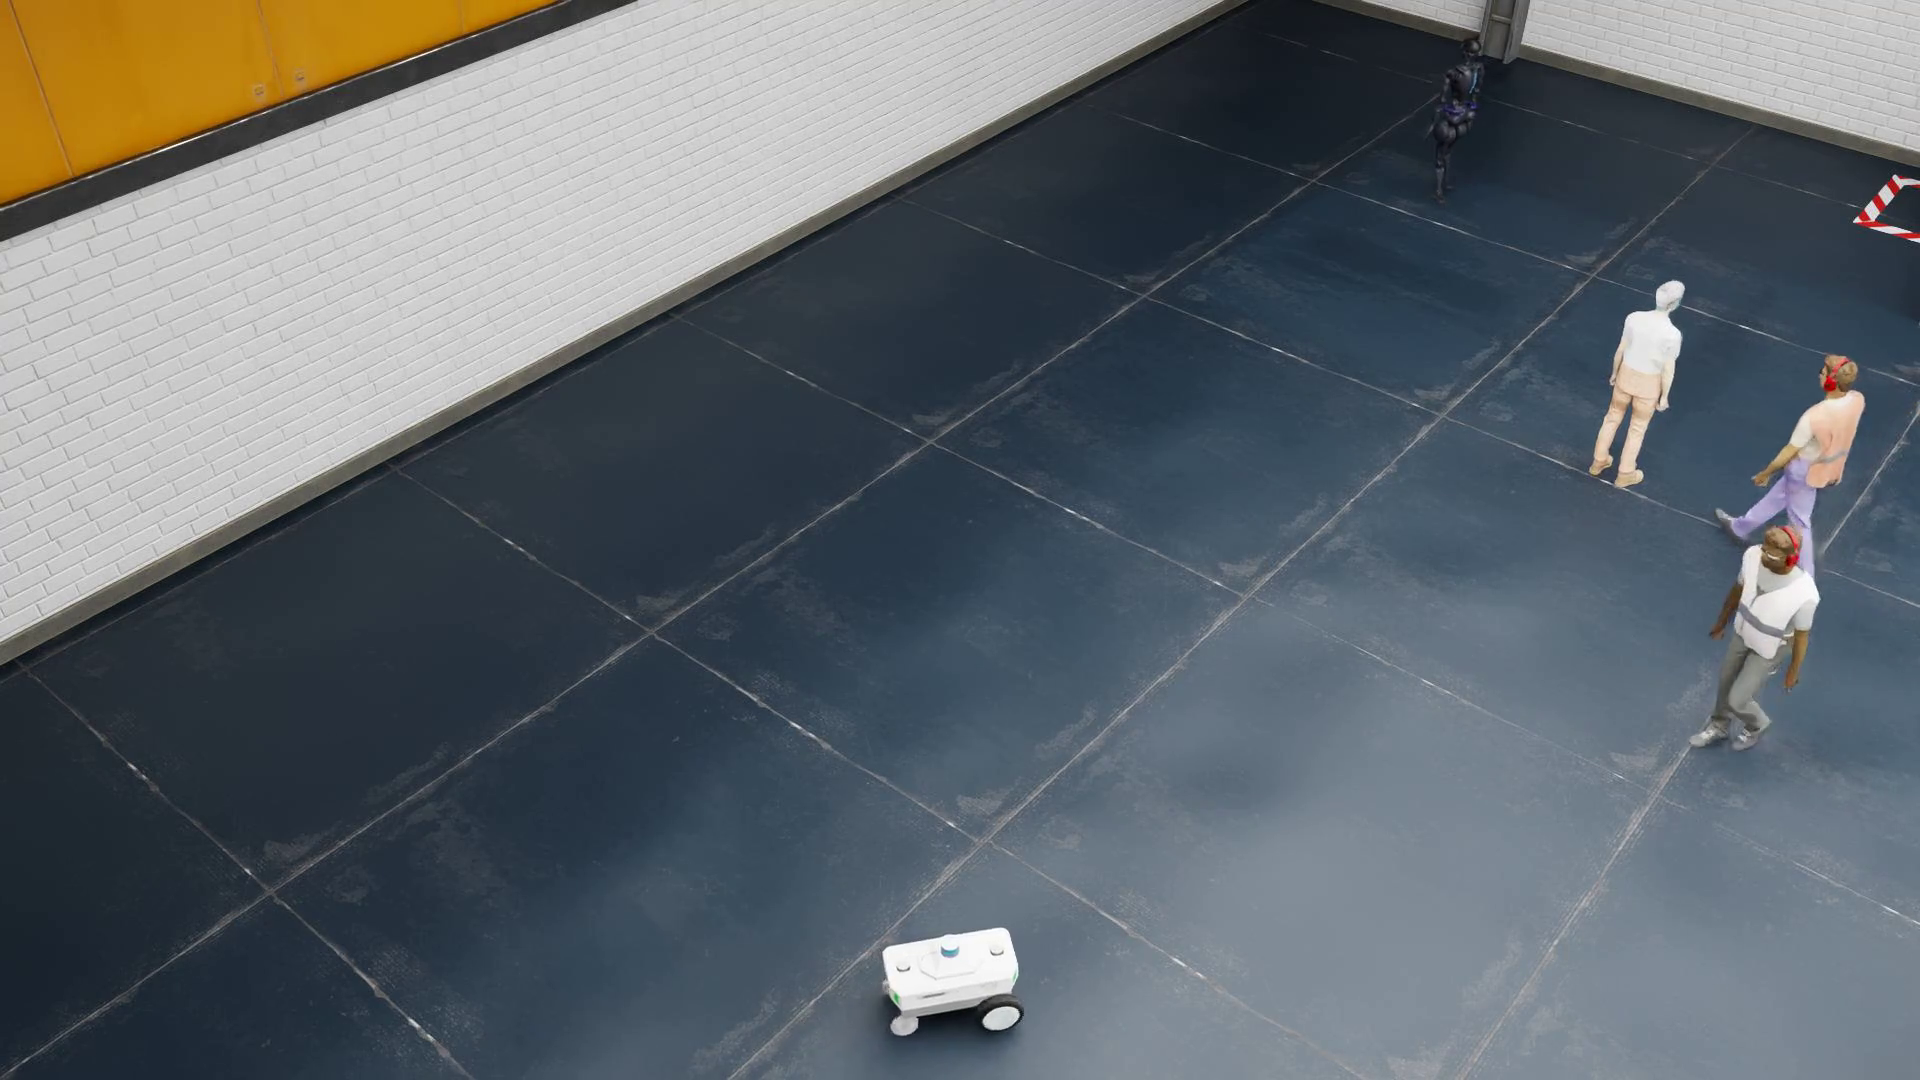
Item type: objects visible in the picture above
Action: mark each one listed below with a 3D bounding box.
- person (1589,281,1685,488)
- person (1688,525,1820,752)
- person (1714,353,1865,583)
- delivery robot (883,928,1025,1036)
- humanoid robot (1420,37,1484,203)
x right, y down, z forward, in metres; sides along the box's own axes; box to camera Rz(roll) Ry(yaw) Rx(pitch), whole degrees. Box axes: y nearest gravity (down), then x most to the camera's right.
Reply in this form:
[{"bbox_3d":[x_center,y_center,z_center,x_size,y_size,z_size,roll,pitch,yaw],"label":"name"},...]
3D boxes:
[{"bbox_3d":[5.146,-1.183,12.582,0.308,1.741,0.495,-27,46,-29],"label":"person"},{"bbox_3d":[4.920,0.646,10.248,0.454,1.819,0.632,-12,40,-15],"label":"person"},{"bbox_3d":[5.912,-0.522,11.718,0.571,1.793,0.967,-22,44,-25],"label":"person"},{"bbox_3d":[-0.020,2.389,9.108,0.791,0.614,0.499,-7,39,-9],"label":"delivery robot"},{"bbox_3d":[4.796,-4.113,16.269,0.587,1.653,0.369,-23,44,-26],"label":"humanoid robot"}]
